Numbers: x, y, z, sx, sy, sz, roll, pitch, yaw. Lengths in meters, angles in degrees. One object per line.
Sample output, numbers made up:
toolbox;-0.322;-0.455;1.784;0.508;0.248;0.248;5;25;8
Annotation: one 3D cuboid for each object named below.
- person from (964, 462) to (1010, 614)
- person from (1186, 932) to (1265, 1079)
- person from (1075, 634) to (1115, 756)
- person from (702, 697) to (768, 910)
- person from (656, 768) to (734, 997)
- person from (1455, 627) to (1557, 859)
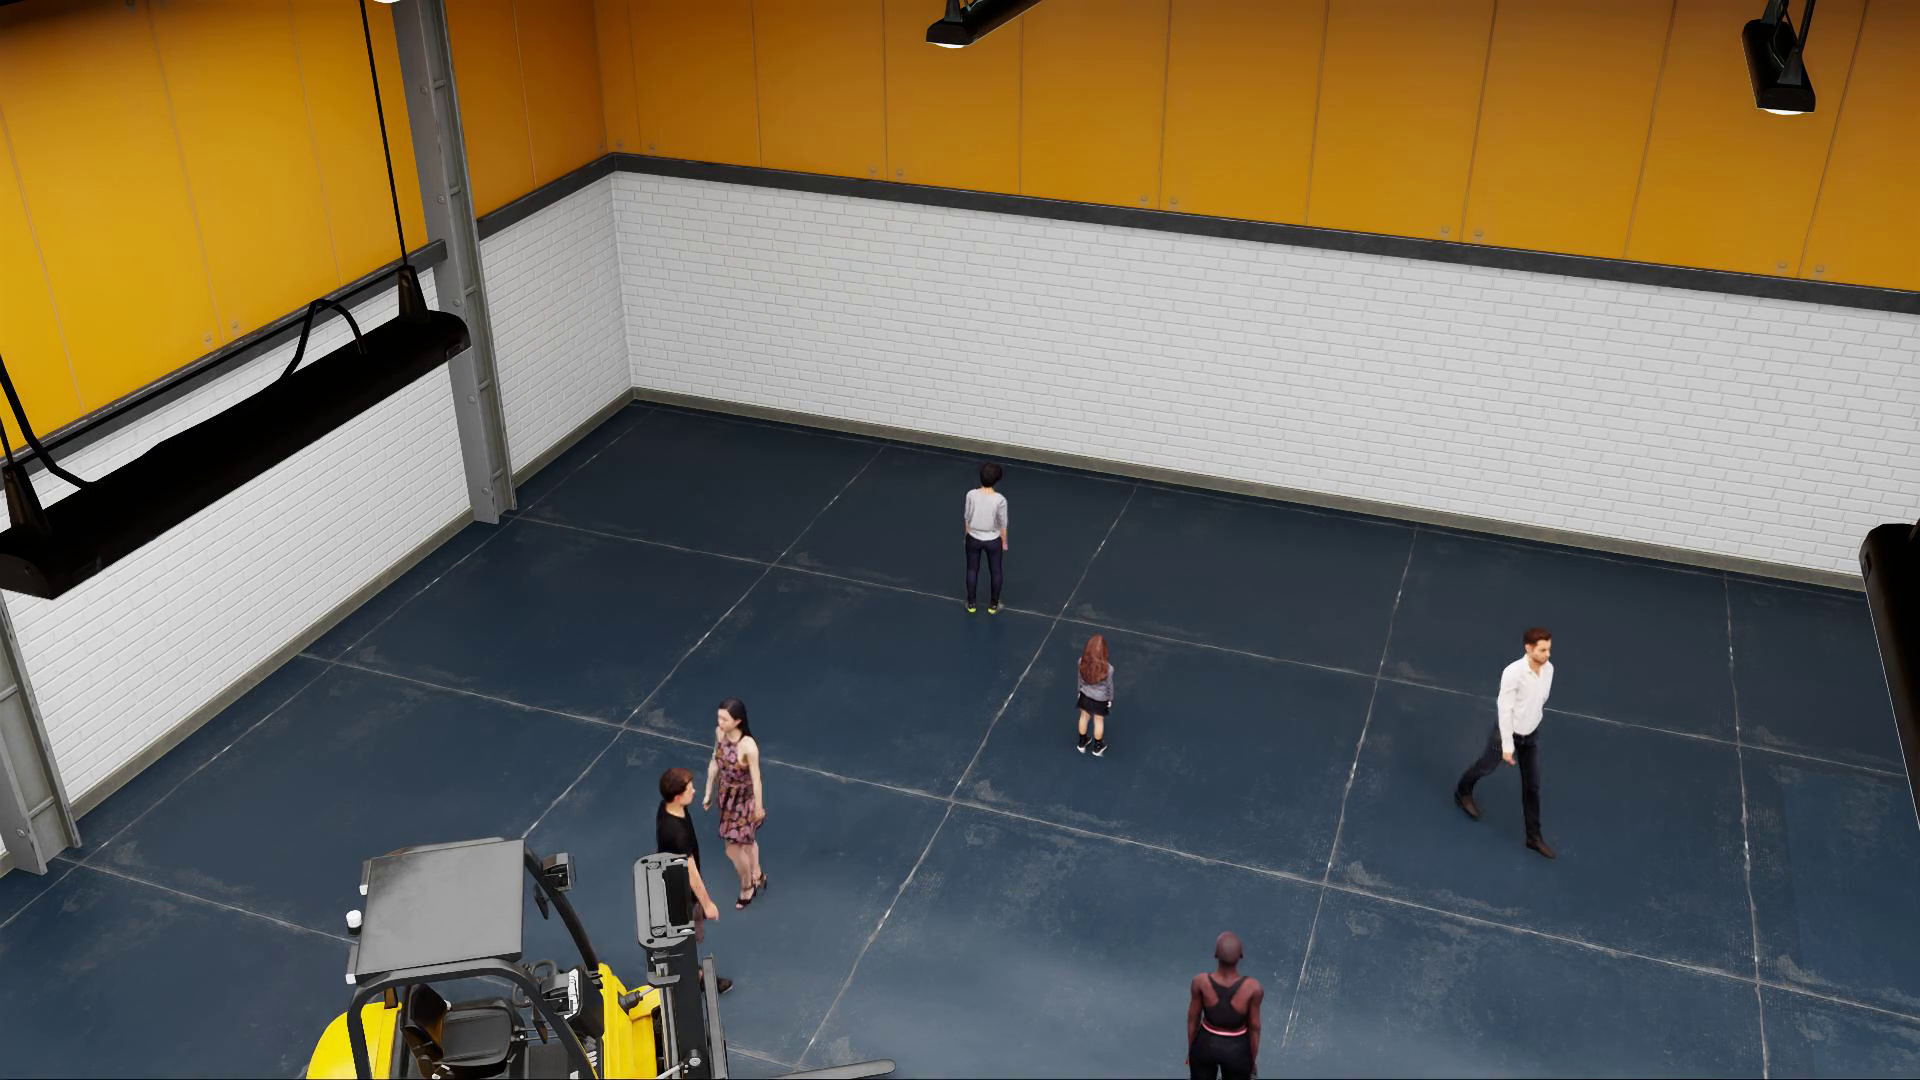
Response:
person;0.228;-0.017;15.611;0.605;1.544;0.585;2;29;3
person;1.536;3.051;9.779;0.625;1.743;0.613;7;29;12
person;1.101;1.260;13.726;0.475;1.107;0.452;12;31;21
person;-1.528;1.848;11.964;0.847;1.762;0.787;-24;37;-37
person;-1.905;2.299;11.041;0.916;1.854;0.838;-6;29;-11
person;4.134;1.447;12.634;1.184;1.825;1.262;-12;31;-21
